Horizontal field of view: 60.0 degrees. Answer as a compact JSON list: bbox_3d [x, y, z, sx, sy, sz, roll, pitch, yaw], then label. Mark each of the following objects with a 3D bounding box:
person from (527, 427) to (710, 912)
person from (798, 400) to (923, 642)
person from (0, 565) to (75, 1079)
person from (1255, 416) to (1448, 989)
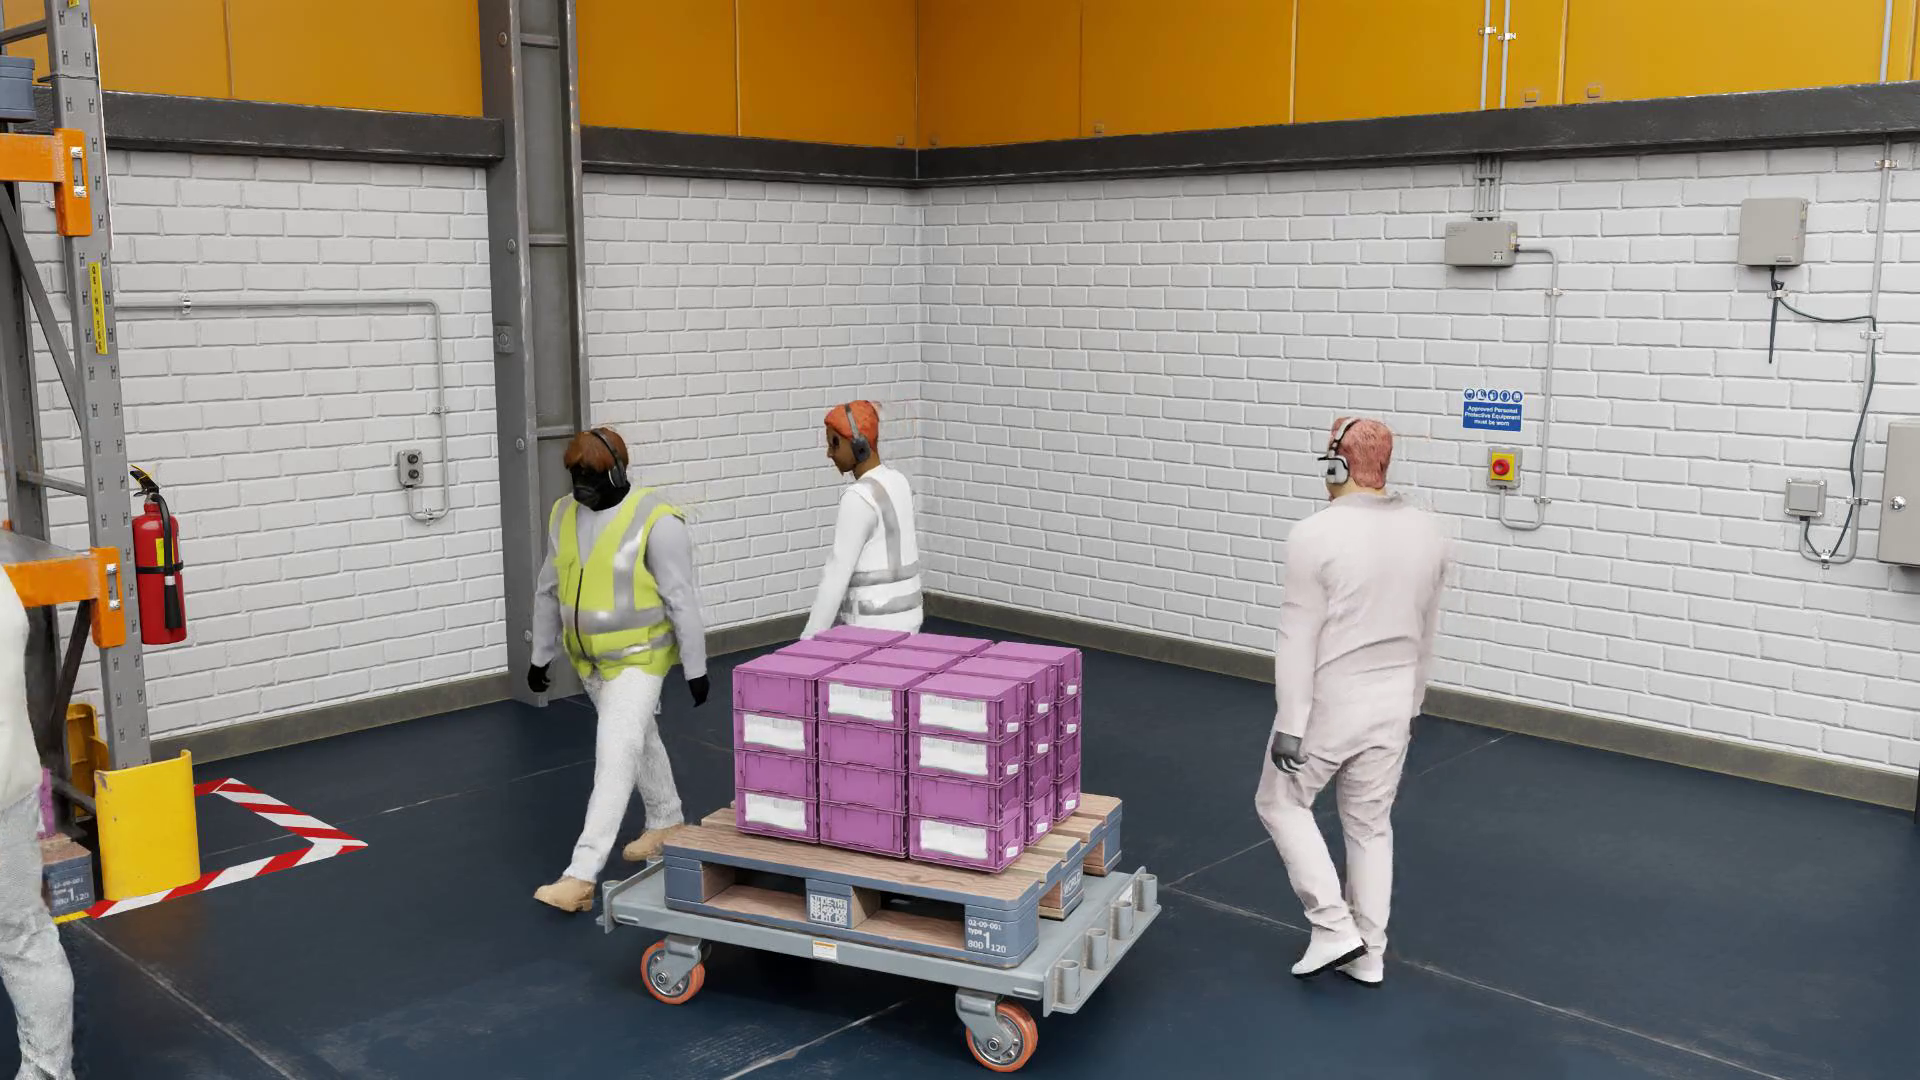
[{"bbox_3d":[-1.325,0.459,6.307,0.699,1.779,0.988,6,11,33],"label":"person"},{"bbox_3d":[-0.444,0.355,6.742,0.917,1.839,0.574,2,9,11],"label":"person"},{"bbox_3d":[-2.719,0.719,4.276,0.655,1.914,0.803,6,11,33],"label":"person"},{"bbox_3d":[1.258,0.541,5.449,0.672,1.890,0.441,-5,10,-28],"label":"person"}]
